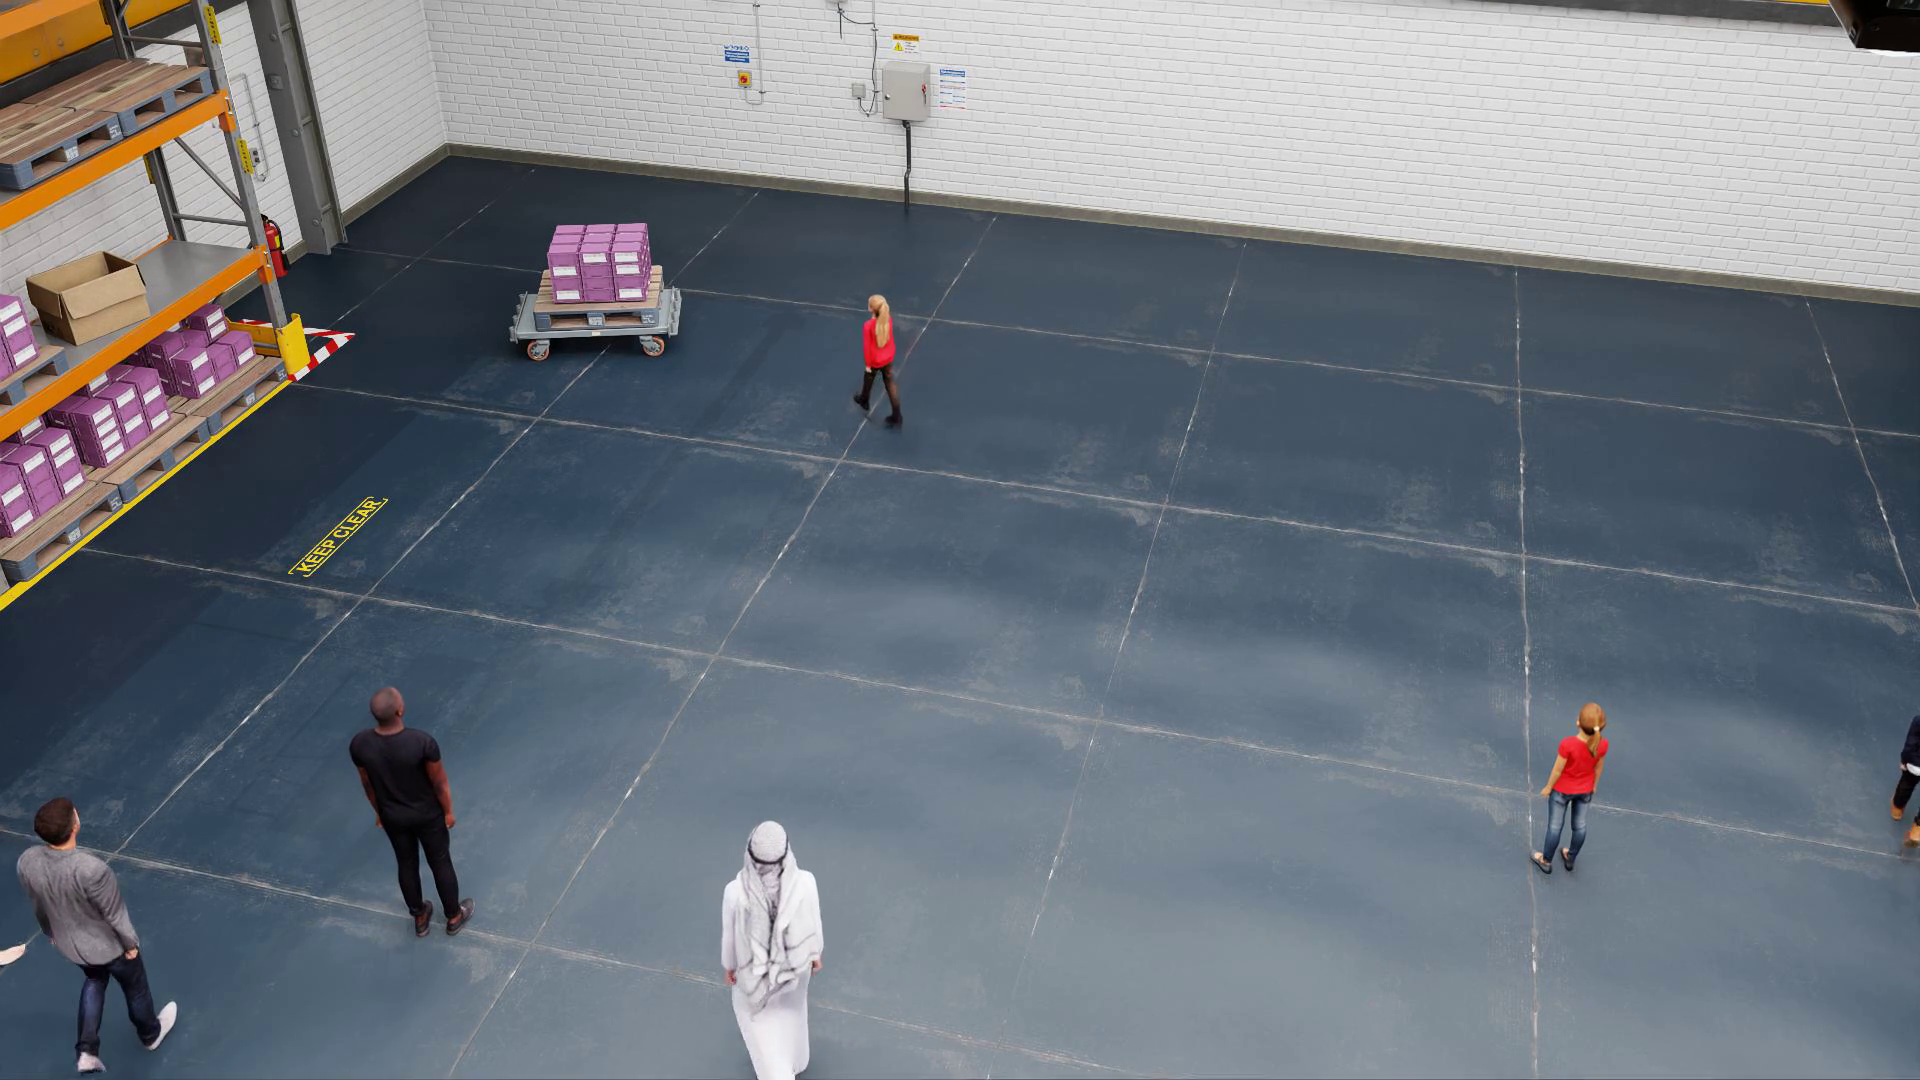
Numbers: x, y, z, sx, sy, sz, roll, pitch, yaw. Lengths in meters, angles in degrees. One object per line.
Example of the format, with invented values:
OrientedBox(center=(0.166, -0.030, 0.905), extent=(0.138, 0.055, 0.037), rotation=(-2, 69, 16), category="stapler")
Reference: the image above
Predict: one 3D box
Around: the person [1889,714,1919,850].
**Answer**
OrientedBox(center=(6.254, 1.440, 10.701), extent=(0.606, 1.209, 0.851), rotation=(15, 37, 22), category="person")

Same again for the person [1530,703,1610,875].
OrientedBox(center=(3.851, 1.558, 10.432), extent=(0.550, 1.311, 0.577), rotation=(-2, 34, -3), category="person")

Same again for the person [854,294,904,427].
OrientedBox(center=(-0.704, -1.632, 15.283), extent=(0.906, 1.252, 0.920), rotation=(-22, 39, -29), category="person")

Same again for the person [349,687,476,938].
OrientedBox(center=(-3.253, 1.624, 9.874), extent=(0.714, 1.819, 0.642), rotation=(1, 34, 1), category="person")

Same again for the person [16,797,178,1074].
OrientedBox(center=(-4.711, 2.196, 8.975), extent=(0.780, 1.860, 0.961), rotation=(3, 34, 5), category="person")

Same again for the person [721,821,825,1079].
OrientedBox(center=(-0.970, 2.290, 8.789), extent=(0.950, 1.910, 1.053), rotation=(-9, 35, -14), category="person")
